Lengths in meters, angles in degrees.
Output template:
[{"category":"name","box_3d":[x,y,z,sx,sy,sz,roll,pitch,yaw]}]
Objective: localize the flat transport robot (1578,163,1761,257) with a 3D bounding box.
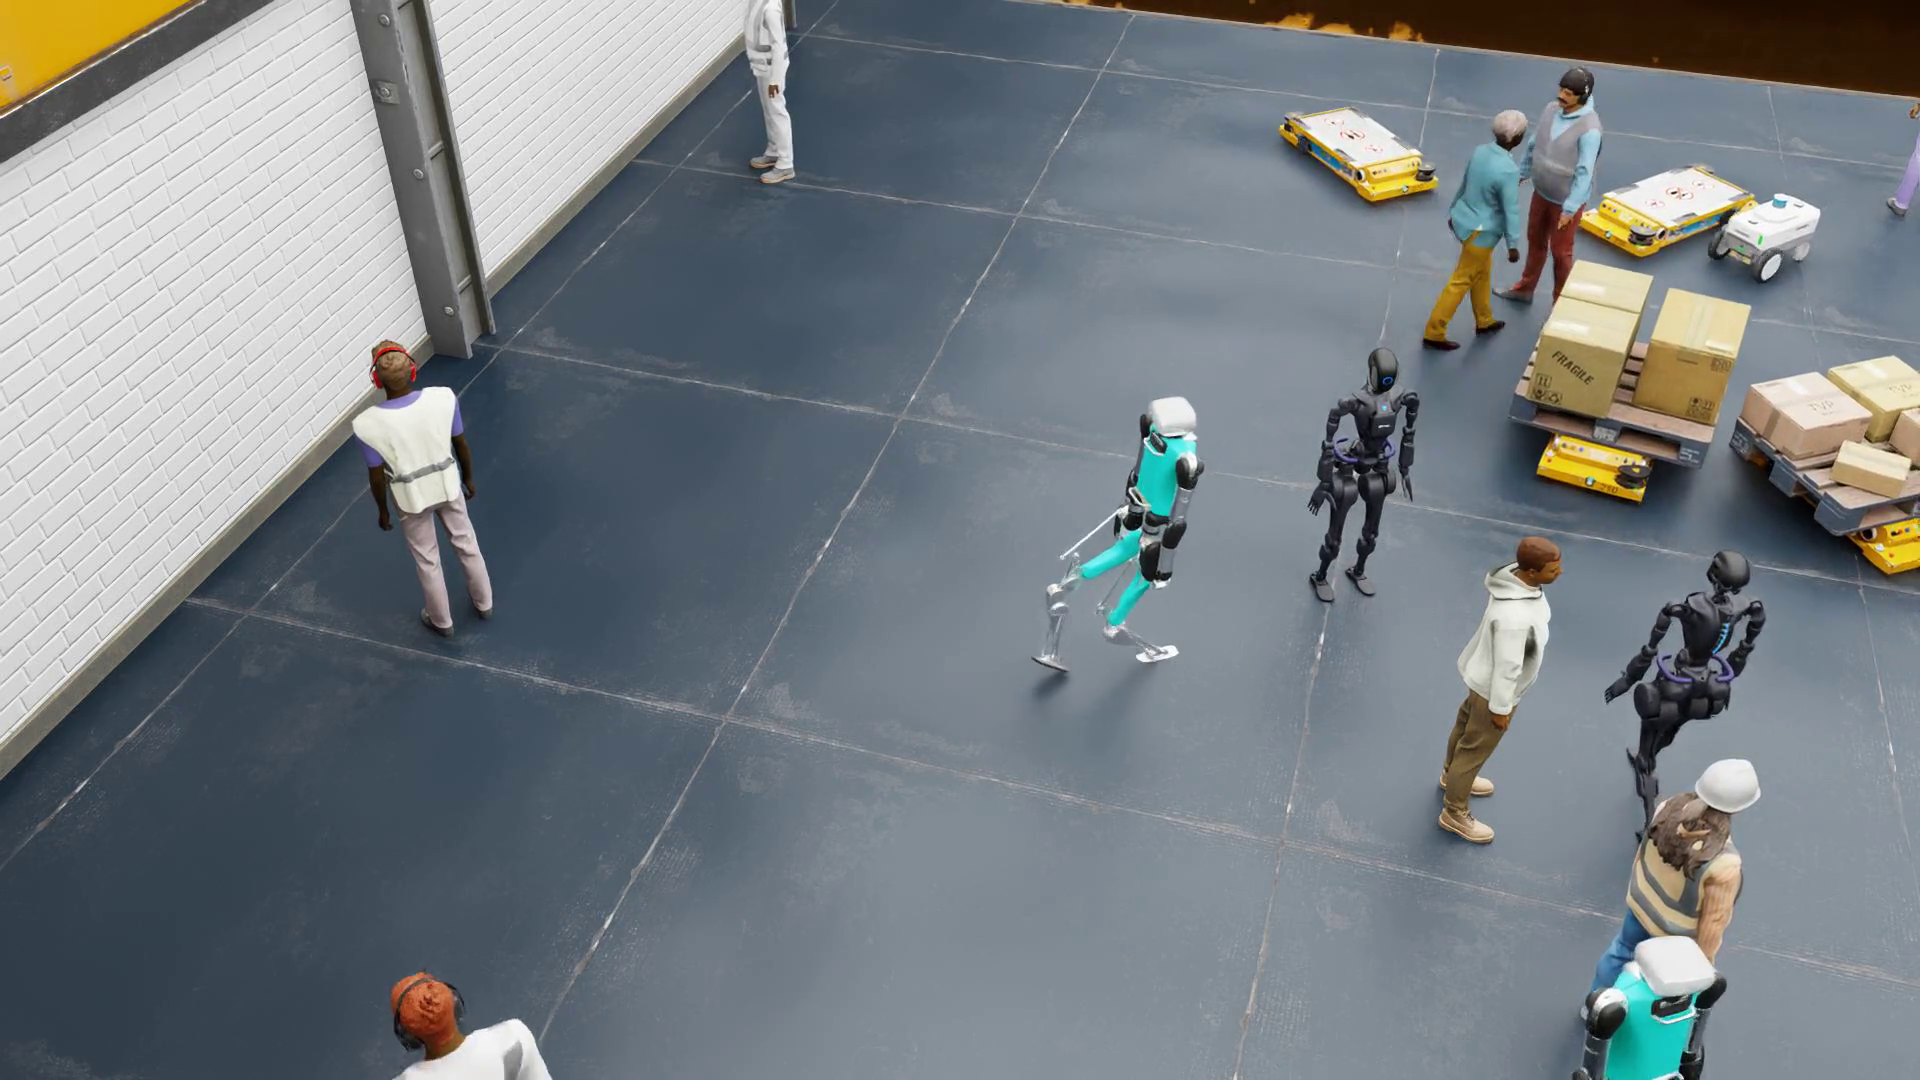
[{"category":"flat transport robot","box_3d":[5.679,-2.648,13.298,1.431,0.231,0.659,-21,43,-24]}]

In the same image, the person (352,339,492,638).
[{"category":"person","box_3d":[-2.904,-0.244,9.051,0.563,1.843,0.396,-23,44,-26]}]

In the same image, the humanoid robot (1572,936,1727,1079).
[{"category":"humanoid robot","box_3d":[2.524,2.259,6.026,0.543,1.749,0.947,-12,40,-14]}]

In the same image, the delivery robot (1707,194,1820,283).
[{"category":"delivery robot","box_3d":[6.159,-2.333,12.694,0.804,0.614,0.499,-20,43,-24]}]

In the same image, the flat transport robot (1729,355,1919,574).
[{"category":"flat transport robot","box_3d":[5.599,-0.340,10.427,0.659,0.231,1.431,-11,40,-14]}]

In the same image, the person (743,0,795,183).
[{"category":"person","box_3d":[-1.563,-3.824,13.475,0.356,1.881,0.573,-12,40,-14]}]

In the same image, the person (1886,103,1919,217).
[{"category":"person","box_3d":[7.729,-3.368,12.932,0.563,1.850,0.389,11,40,14]}]

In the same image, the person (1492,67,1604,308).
[{"category":"person","box_3d":[4.219,-2.459,11.782,0.419,1.881,0.743,-13,41,-16]}]

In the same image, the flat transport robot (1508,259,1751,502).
[{"category":"flat transport robot","box_3d":[4.303,-0.784,10.979,0.659,0.231,1.431,18,42,21]}]

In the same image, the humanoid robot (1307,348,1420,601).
[{"category":"humanoid robot","box_3d":[2.264,-0.366,9.334,0.612,1.653,0.305,-9,40,-11]}]

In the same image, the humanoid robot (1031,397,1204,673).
[{"category":"humanoid robot","box_3d":[0.747,0.093,8.766,1.018,1.773,0.532,-13,41,-16]}]

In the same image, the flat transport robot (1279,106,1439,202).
[{"category":"flat transport robot","box_3d":[3.368,-3.304,14.114,0.659,0.231,1.431,-15,41,-18]}]

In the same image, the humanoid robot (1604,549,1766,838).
[{"category":"humanoid robot","box_3d":[3.492,0.727,8.028,0.599,1.649,0.753,-3,39,-3]}]

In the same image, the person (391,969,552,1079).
[{"category":"person","box_3d":[-1.687,2.229,5.981,0.598,1.838,0.968,-27,46,-29]}]

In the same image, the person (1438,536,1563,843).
[{"category":"person","box_3d":[2.552,0.681,7.961,0.364,1.766,0.532,10,40,13]}]

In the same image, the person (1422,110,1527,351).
[{"category":"person","box_3d":[3.648,-2.123,11.480,0.786,1.703,0.622,-9,40,-11]}]

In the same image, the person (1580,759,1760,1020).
[{"category":"person","box_3d":[2.948,1.554,6.916,0.376,1.722,0.498,-9,40,-11]}]
